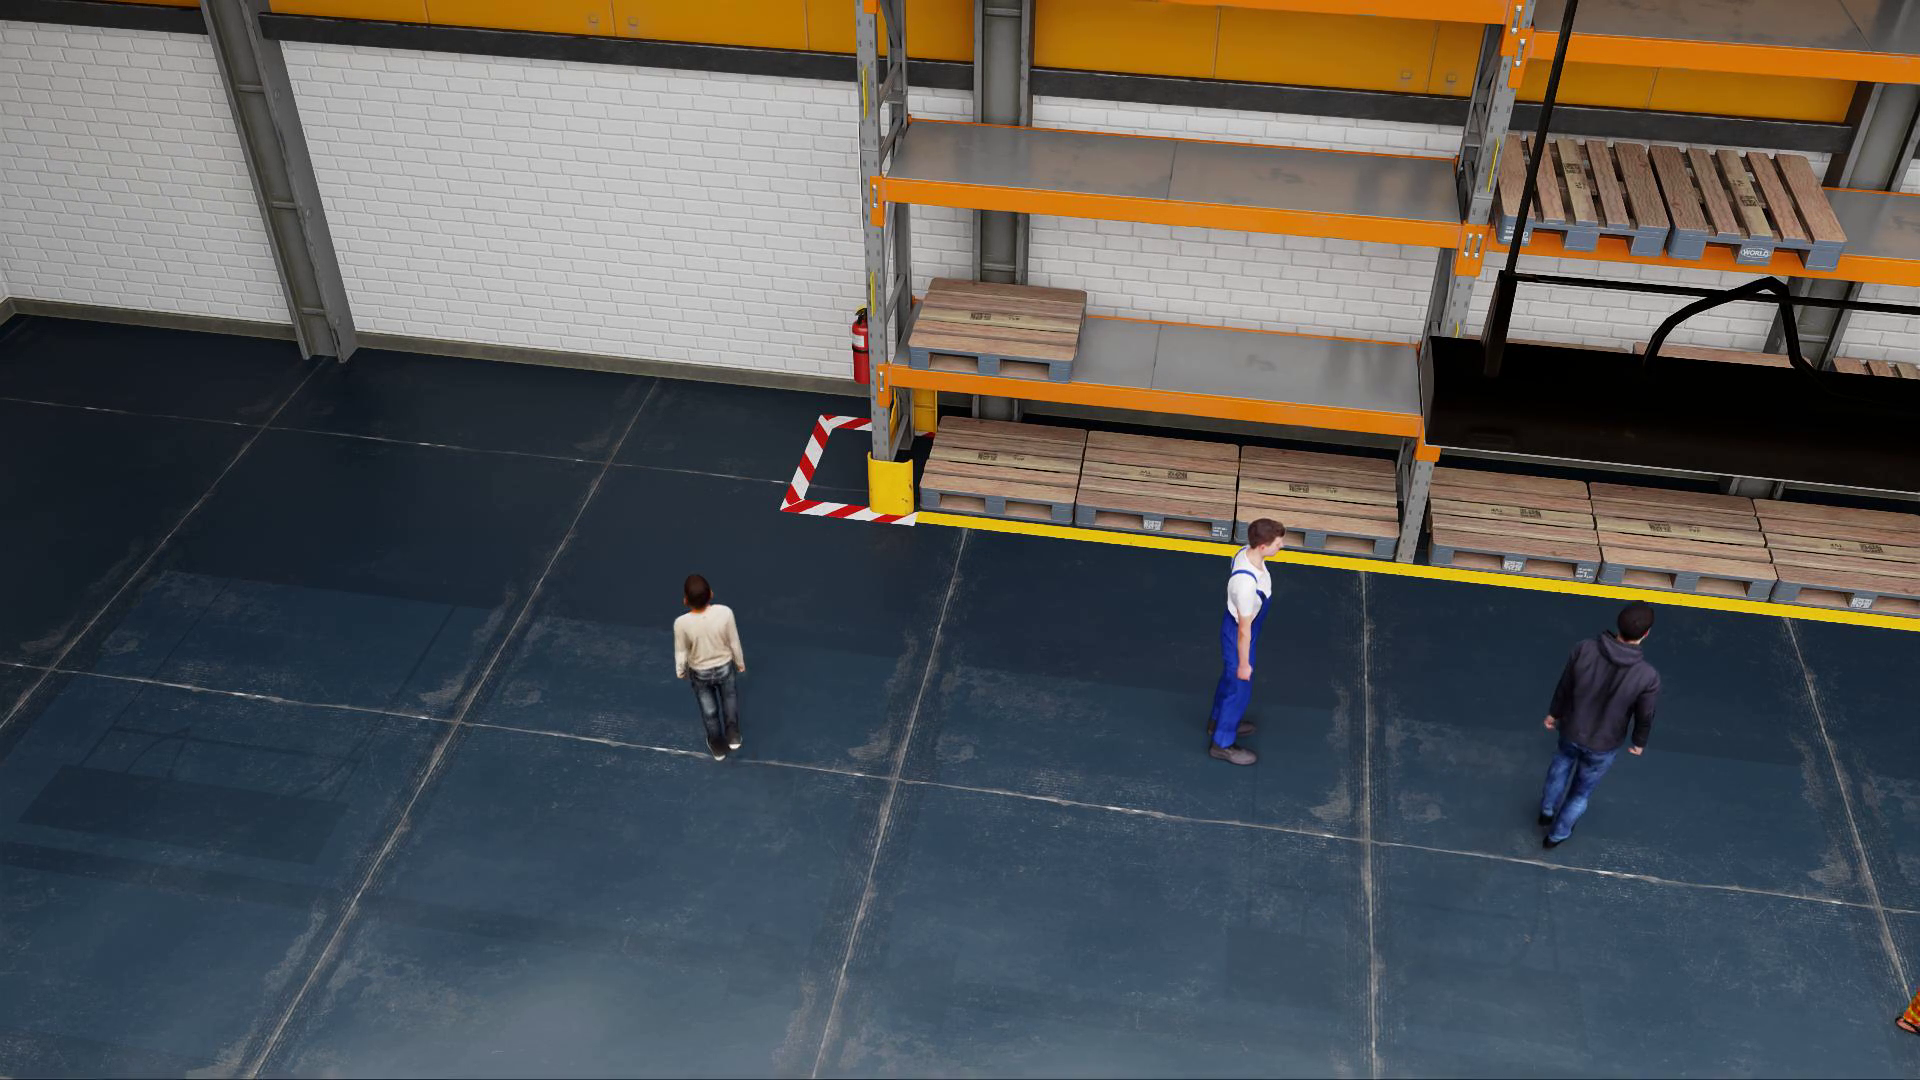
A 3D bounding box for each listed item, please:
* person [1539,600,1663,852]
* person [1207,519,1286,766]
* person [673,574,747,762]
[{"bbox_3d":[3.653,1.164,9.720,0.764,1.875,0.880,27,46,30],"label":"person"},{"bbox_3d":[1.755,0.610,10.436,0.580,1.846,0.636,8,39,10],"label":"person"},{"bbox_3d":[-1.543,0.852,10.445,0.630,1.456,0.728,-13,40,-16],"label":"person"}]
